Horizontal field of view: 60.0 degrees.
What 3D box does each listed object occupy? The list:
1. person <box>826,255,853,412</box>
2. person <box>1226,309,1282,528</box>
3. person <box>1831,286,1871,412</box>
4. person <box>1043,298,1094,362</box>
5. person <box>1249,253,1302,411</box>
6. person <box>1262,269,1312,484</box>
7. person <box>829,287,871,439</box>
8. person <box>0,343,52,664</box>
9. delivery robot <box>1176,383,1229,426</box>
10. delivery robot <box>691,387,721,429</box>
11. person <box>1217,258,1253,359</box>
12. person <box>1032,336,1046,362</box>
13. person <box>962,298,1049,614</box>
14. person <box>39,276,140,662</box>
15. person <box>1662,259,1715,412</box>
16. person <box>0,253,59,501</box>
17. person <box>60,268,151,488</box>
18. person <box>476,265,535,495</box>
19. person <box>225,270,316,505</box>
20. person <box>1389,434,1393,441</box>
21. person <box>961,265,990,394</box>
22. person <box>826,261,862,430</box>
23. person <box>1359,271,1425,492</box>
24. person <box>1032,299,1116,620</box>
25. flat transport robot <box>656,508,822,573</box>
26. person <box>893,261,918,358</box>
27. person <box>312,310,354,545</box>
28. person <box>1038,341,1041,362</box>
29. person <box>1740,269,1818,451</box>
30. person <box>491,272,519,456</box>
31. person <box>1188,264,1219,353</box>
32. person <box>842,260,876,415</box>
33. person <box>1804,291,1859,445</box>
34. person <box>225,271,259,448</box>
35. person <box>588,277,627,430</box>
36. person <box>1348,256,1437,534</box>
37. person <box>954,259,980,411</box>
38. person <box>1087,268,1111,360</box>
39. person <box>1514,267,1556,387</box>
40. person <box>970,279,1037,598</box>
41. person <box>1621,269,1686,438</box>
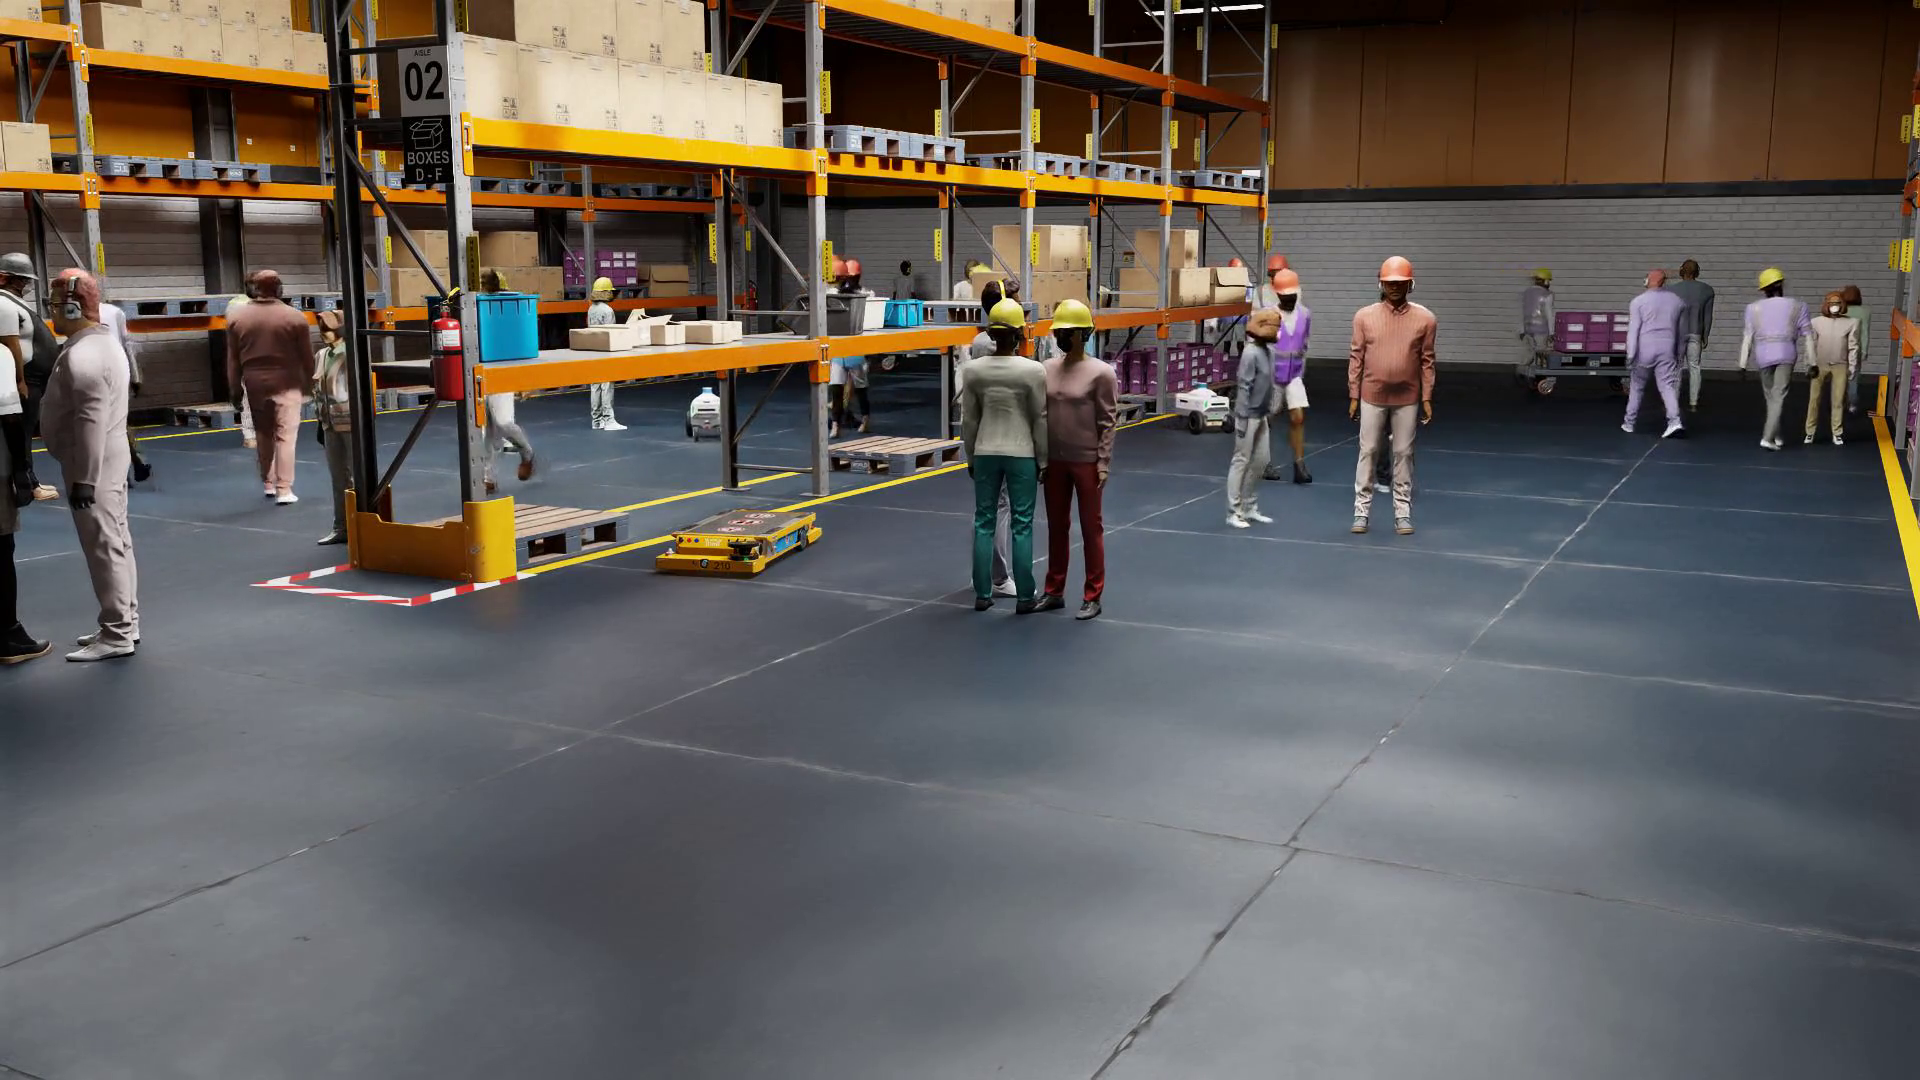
[{"bbox_3d":[-1.595,-2.632,21.299,0.640,1.994,0.842,7,12,35],"label":"person"},{"bbox_3d":[2.179,-0.898,12.303,0.359,1.614,0.514,5,11,28],"label":"person"},{"bbox_3d":[11.101,-2.362,20.790,0.510,1.592,0.825,8,12,37],"label":"person"},{"bbox_3d":[0.959,-1.319,14.691,0.544,1.625,0.382,8,13,39],"label":"person"},{"bbox_3d":[3.878,-2.494,20.386,0.616,2.024,0.854,5,11,27],"label":"person"},{"bbox_3d":[2.828,-1.417,14.518,0.572,1.877,0.929,-3,10,-17],"label":"person"},{"bbox_3d":[-1.206,-1.966,18.363,0.539,1.660,0.851,3,10,18],"label":"person"},{"bbox_3d":[-4.855,-0.359,8.168,0.607,1.966,0.366,1,10,3],"label":"person"},{"bbox_3d":[2.734,-1.532,18.770,0.477,0.478,0.707,-4,10,-22],"label":"delivery robot"},{"bbox_3d":[-2.750,-1.419,18.114,0.477,0.478,0.707,-1,10,-7],"label":"delivery robot"},{"bbox_3d":[4.304,-3.443,26.112,0.552,1.934,0.364,4,10,21],"label":"person"},{"bbox_3d":[1.301,-3.457,26.490,0.596,1.832,0.404,8,13,40],"label":"person"},{"bbox_3d":[0.263,-0.463,9.344,0.525,1.772,0.309,4,11,23],"label":"person"},{"bbox_3d":[-4.354,-0.355,8.320,0.409,1.906,0.652,-3,10,-18],"label":"person"},{"bbox_3d":[9.245,-2.596,21.198,0.627,1.940,0.373,0,10,1],"label":"person"},{"bbox_3d":[-7.681,-1.348,13.680,0.537,2.000,0.678,-5,11,-29],"label":"person"},{"bbox_3d":[-7.289,-1.358,14.150,0.464,1.893,0.619,5,11,29],"label":"person"},{"bbox_3d":[-3.920,-1.352,14.059,0.633,1.921,0.690,3,10,14],"label":"person"},{"bbox_3d":[-5.538,-1.243,13.530,0.661,1.885,0.755,-1,10,-4],"label":"person"},{"bbox_3d":[4.640,-1.913,17.943,0.320,1.698,0.531,-6,11,-31],"label":"person"},{"bbox_3d":[0.186,-2.338,19.897,0.396,1.879,0.707,0,10,1],"label":"person"},{"bbox_3d":[-1.369,-2.216,19.036,0.701,1.917,0.592,-8,13,-40],"label":"person"},{"bbox_3d":[3.650,-1.342,14.121,0.632,1.879,0.469,0,10,-1],"label":"person"},{"bbox_3d":[0.618,-0.441,9.223,0.523,1.769,0.316,8,13,38],"label":"person"},{"bbox_3d":[-1.443,-0.013,11.067,0.652,0.197,1.431,2,10,12],"label":"flat transport robot"},{"bbox_3d":[-1.061,-4.462,32.208,0.534,1.868,0.310,5,11,28],"label":"person"},{"bbox_3d":[-4.232,-0.757,11.428,0.521,1.636,0.311,6,12,31],"label":"person"},{"bbox_3d":[1.293,-3.817,28.102,0.609,1.996,0.383,5,11,29],"label":"person"},{"bbox_3d":[8.427,-1.847,17.119,0.705,1.855,0.926,6,11,31],"label":"person"},{"bbox_3d":[-4.634,-1.760,16.669,0.600,1.829,0.404,4,11,22],"label":"person"},{"bbox_3d":[3.877,-3.416,26.222,0.589,1.850,0.903,8,13,40],"label":"person"},{"bbox_3d":[-1.321,-2.512,20.721,0.551,1.934,0.373,1,10,6],"label":"person"},{"bbox_3d":[9.202,-1.814,17.580,0.496,1.626,0.284,4,10,20],"label":"person"},{"bbox_3d":[-7.292,-1.873,17.334,0.428,1.837,0.625,7,12,34],"label":"person"},{"bbox_3d":[-4.066,-2.132,19.077,0.297,1.744,0.487,-9,13,-43],"label":"person"},{"bbox_3d":[3.104,-1.034,11.990,0.609,1.995,0.378,2,10,11],"label":"person"},{"bbox_3d":[0.161,-2.620,21.337,0.636,1.938,0.358,-7,12,-35],"label":"person"},{"bbox_3d":[1.777,-2.838,22.919,0.619,1.835,0.430,-1,10,-5],"label":"person"},{"bbox_3d":[8.511,-3.104,24.513,0.461,1.812,0.623,-4,11,-24],"label":"person"},{"bbox_3d":[0.234,-0.594,9.822,0.328,1.868,0.519,-4,10,-21],"label":"person"},{"bbox_3d":[7.675,-2.055,18.363,0.693,1.858,1.005,0,10,-2],"label":"person"}]
